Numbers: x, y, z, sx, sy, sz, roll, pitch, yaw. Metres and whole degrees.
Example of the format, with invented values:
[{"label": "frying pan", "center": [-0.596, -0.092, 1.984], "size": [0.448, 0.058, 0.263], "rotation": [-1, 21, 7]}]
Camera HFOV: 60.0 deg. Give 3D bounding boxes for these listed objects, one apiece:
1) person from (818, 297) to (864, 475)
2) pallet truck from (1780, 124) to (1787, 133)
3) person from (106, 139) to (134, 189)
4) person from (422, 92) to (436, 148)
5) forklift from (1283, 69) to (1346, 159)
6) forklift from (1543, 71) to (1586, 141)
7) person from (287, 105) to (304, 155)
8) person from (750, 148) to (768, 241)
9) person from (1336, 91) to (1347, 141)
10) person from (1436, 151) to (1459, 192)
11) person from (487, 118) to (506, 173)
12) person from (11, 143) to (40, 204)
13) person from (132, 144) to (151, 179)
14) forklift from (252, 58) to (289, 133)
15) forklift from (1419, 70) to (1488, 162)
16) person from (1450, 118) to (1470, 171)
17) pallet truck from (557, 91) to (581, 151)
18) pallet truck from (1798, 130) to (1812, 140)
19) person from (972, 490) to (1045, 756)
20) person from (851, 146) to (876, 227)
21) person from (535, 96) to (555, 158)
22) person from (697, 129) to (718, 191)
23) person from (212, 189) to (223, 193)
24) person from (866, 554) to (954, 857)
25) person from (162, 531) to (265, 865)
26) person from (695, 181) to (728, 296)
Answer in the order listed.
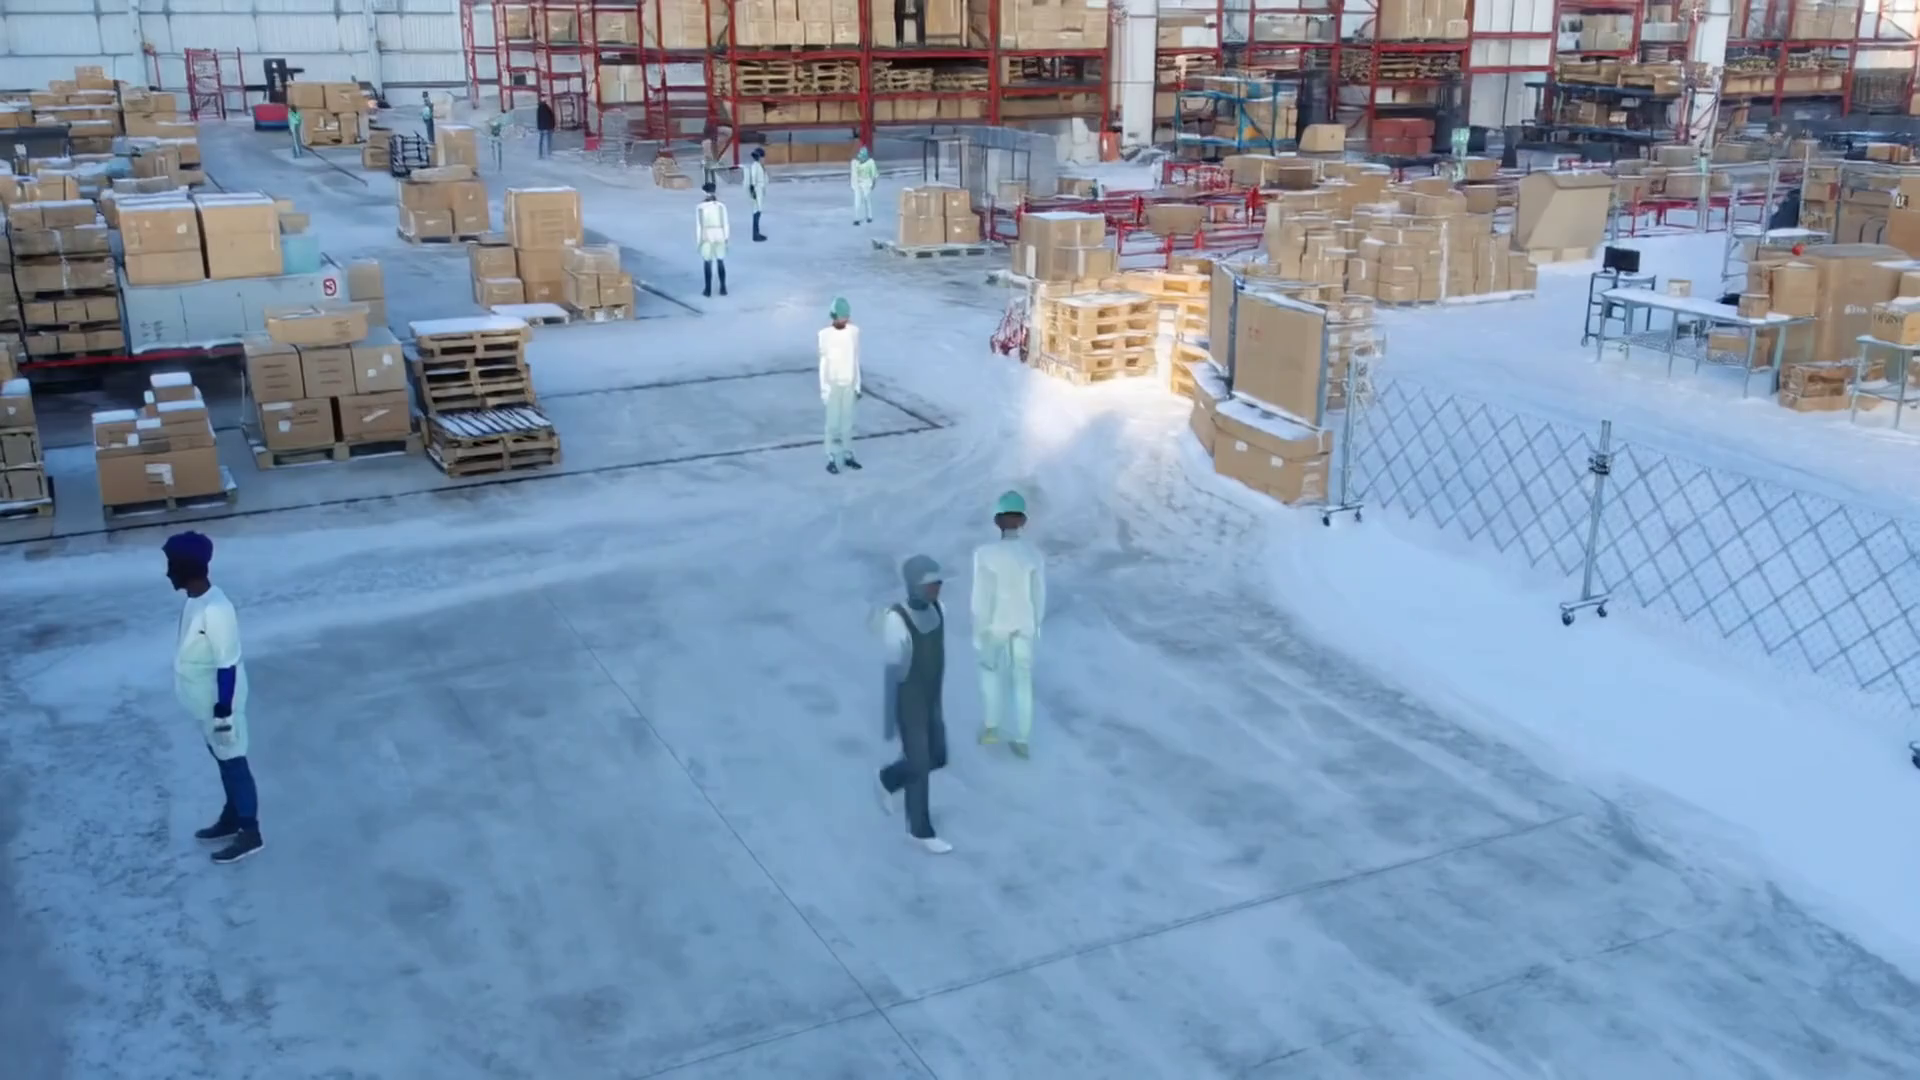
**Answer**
[{"label": "person", "center": [-1.247, -1.629, 17.535], "size": [0.514, 1.876, 0.328], "rotation": [-14, 23, -38]}, {"label": "pallet truck", "center": [25.206, -12.542, 52.601], "size": [1.601, 1.201, 0.680], "rotation": [0, 18, -2]}, {"label": "person", "center": [-18.340, -7.753, 36.358], "size": [0.540, 2.000, 0.715], "rotation": [-2, 18, -7]}, {"label": "person", "center": [-18.665, -14.760, 58.419], "size": [0.396, 1.911, 0.588], "rotation": [-16, 24, -40]}, {"label": "forklift", "center": [11.615, -13.871, 54.079], "size": [1.129, 2.768, 1.873], "rotation": [-9, 20, -27]}, {"label": "forklift", "center": [18.685, -13.231, 52.085], "size": [1.873, 2.768, 1.129], "rotation": [-9, 20, -26]}, {"label": "person", "center": [-22.183, -13.670, 55.451], "size": [0.306, 1.639, 0.523], "rotation": [6, 19, 19]}, {"label": "person", "center": [-4.227, -7.275, 35.061], "size": [0.384, 1.929, 0.539], "rotation": [-3, 18, -10]}, {"label": "person", "center": [13.861, -15.508, 60.930], "size": [0.871, 1.807, 0.593], "rotation": [-7, 19, -20]}, {"label": "person", "center": [11.065, -8.011, 37.815], "size": [0.505, 1.636, 0.278], "rotation": [5, 18, 15]}, {"label": "person", "center": [-13.840, -11.792, 49.676], "size": [0.506, 1.592, 0.883], "rotation": [-1, 18, -4]}, {"label": "person", "center": [-20.755, -7.877, 37.024], "size": [0.573, 1.873, 0.356], "rotation": [0, 18, 1]}, {"label": "person", "center": [-18.092, -7.825, 36.862], "size": [0.309, 1.868, 0.535], "rotation": [11, 21, 30]}, {"label": "forklift", "center": [-26.855, -17.520, 65.455], "size": [1.129, 2.768, 1.873], "rotation": [10, 20, 28]}, {"label": "forklift", "center": [15.832, -13.522, 52.992], "size": [1.873, 2.768, 1.129], "rotation": [-9, 20, -26]}, {"label": "person", "center": [14.465, -11.365, 48.173], "size": [0.537, 1.695, 0.321], "rotation": [6, 19, 17]}, {"label": "pallet truck", "center": [-13.495, -14.412, 57.188], "size": [0.823, 1.965, 1.885], "rotation": [-3, 18, -9]}, {"label": "pallet truck", "center": [25.526, -11.556, 49.408], "size": [1.630, 1.274, 0.653], "rotation": [-9, 20, -26]}, {"label": "person", "center": [0.330, 0.553, 10.946], "size": [0.542, 1.730, 0.584], "rotation": [-5, 19, -16]}, {"label": "person", "center": [-2.168, -8.004, 37.563], "size": [0.597, 1.791, 0.900], "rotation": [3, 18, 9]}, {"label": "person", "center": [-13.519, -13.470, 54.269], "size": [0.617, 1.999, 0.382], "rotation": [4, 18, 13]}, {"label": "person", "center": [-6.769, -10.158, 44.472], "size": [0.509, 1.633, 0.797], "rotation": [17, 24, 42]}, {"label": "person", "center": [-12.066, -4.772, 27.259], "size": [0.392, 1.921, 0.593], "rotation": [2, 18, 7]}, {"label": "person", "center": [-0.309, 0.934, 9.634], "size": [0.583, 1.830, 0.502], "rotation": [12, 21, 33]}, {"label": "person", "center": [-4.280, 0.891, 9.528], "size": [0.368, 1.966, 0.603], "rotation": [-13, 22, -34]}, {"label": "person", "center": [-4.217, -5.127, 28.333], "size": [0.545, 1.942, 0.353], "rotation": [-3, 18, -9]}]
